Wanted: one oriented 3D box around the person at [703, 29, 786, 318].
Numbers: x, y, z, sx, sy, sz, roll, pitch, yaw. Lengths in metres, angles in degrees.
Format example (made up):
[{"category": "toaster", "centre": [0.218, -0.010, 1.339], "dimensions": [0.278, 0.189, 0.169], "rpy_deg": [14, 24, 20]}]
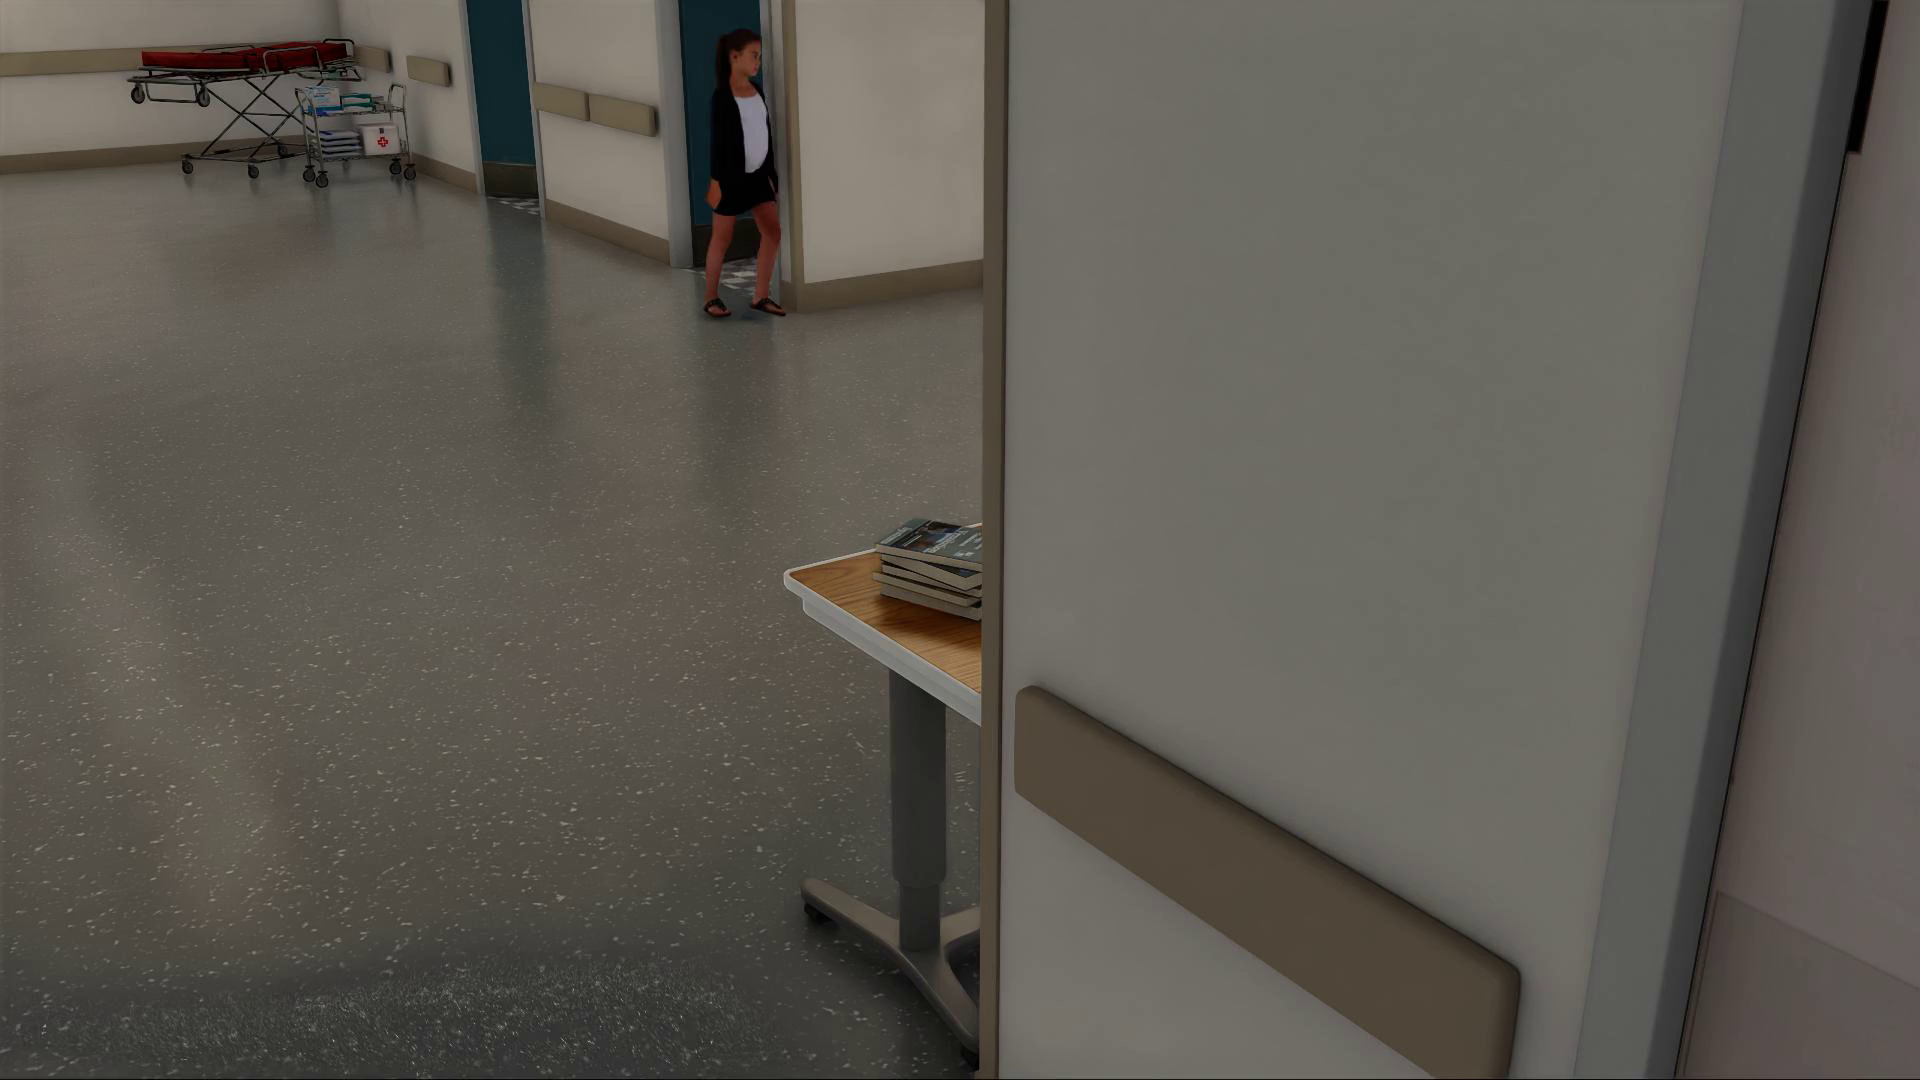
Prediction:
[{"category": "person", "centre": [-1.218, -1.978, 9.068], "dimensions": [0.670, 1.527, 0.834], "rpy_deg": [-17, 27, -38]}]
